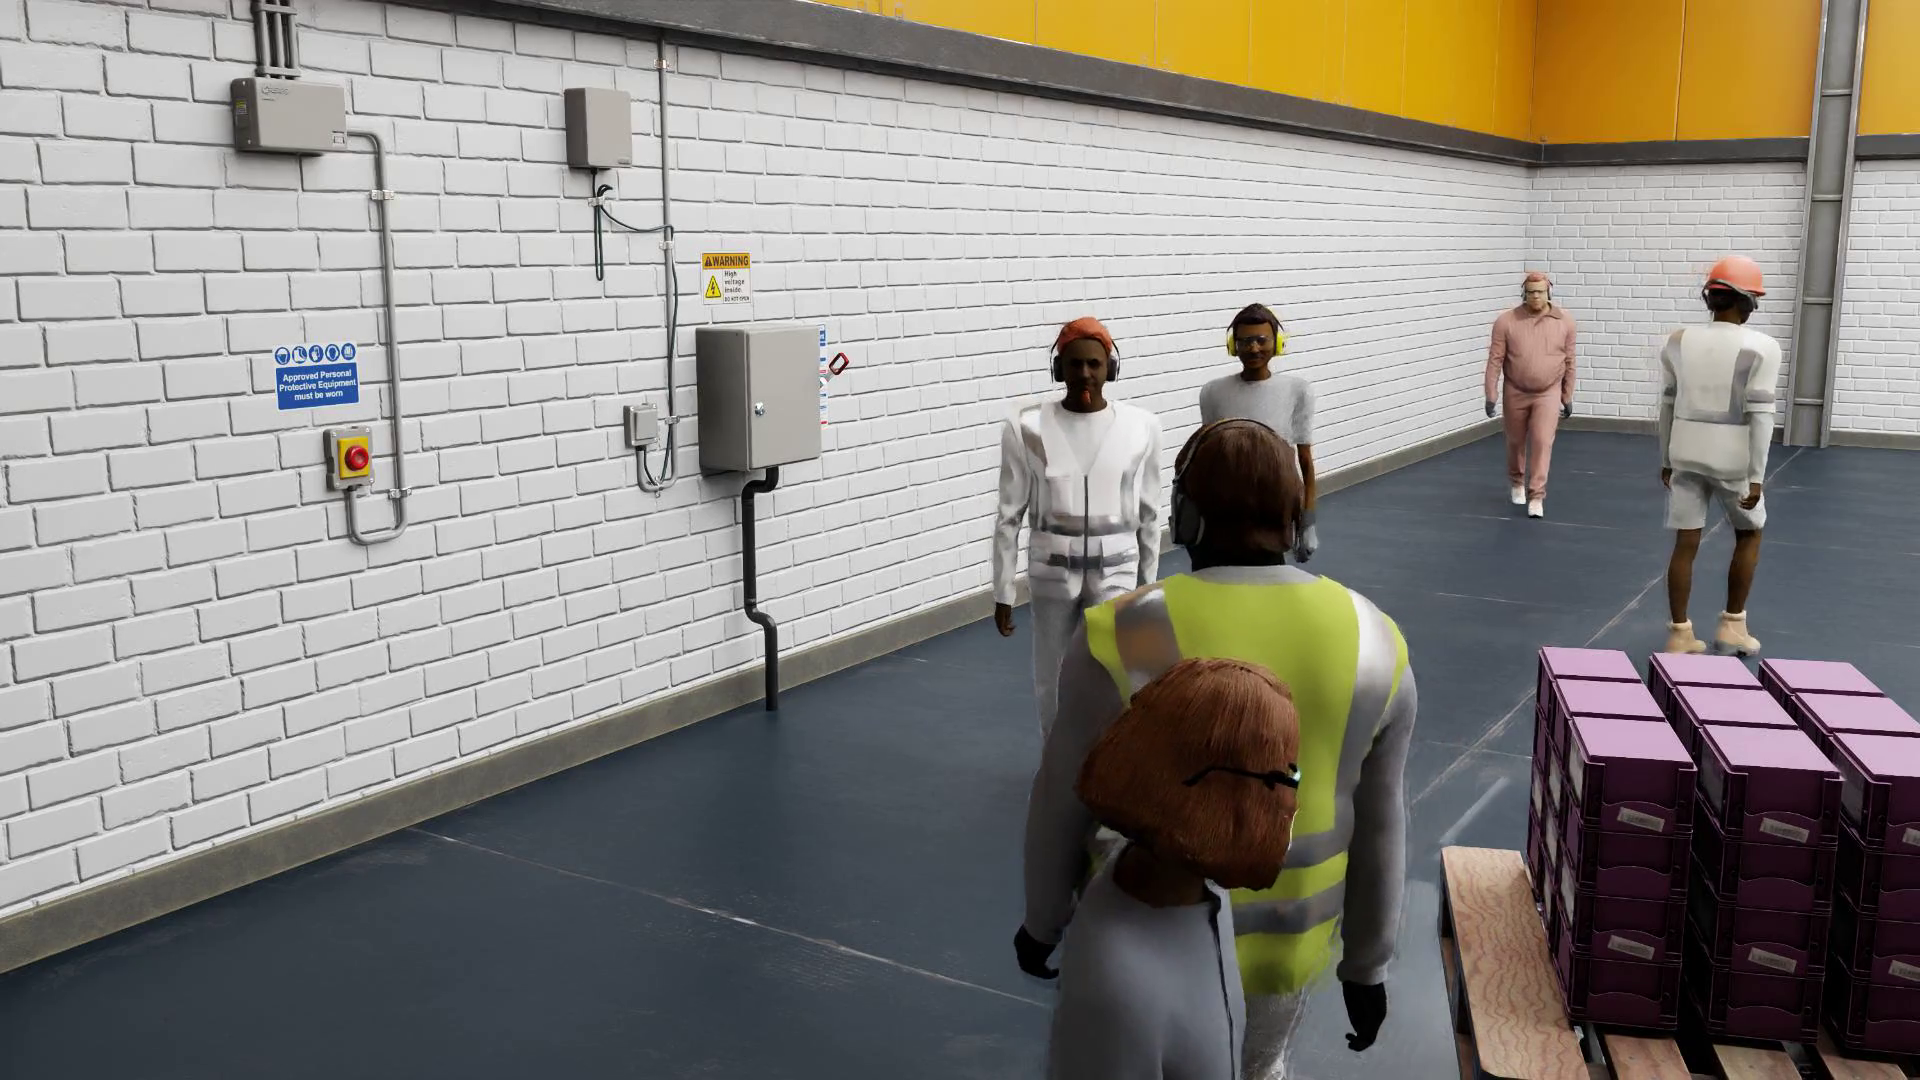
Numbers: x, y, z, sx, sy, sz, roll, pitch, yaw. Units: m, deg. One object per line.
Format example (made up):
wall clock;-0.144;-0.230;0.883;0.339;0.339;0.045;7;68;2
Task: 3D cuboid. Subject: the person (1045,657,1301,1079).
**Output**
person;0.227;0.931;2.065;0.333;1.622;0.542;4;11;19

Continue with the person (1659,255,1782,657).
person;3.802;-0.399;8.332;0.665;2.023;0.624;-9;14;-42

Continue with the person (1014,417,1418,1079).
person;0.429;0.687;2.898;0.628;1.812;0.836;-3;11;-17

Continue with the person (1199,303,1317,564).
person;1.294;-0.109;7.245;0.520;1.842;0.796;2;11;13

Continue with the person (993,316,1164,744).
person;0.412;0.133;5.879;0.587;1.851;0.934;0;10;1

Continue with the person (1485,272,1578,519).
person;4.430;-1.145;12.932;0.662;1.864;0.979;3;11;19
